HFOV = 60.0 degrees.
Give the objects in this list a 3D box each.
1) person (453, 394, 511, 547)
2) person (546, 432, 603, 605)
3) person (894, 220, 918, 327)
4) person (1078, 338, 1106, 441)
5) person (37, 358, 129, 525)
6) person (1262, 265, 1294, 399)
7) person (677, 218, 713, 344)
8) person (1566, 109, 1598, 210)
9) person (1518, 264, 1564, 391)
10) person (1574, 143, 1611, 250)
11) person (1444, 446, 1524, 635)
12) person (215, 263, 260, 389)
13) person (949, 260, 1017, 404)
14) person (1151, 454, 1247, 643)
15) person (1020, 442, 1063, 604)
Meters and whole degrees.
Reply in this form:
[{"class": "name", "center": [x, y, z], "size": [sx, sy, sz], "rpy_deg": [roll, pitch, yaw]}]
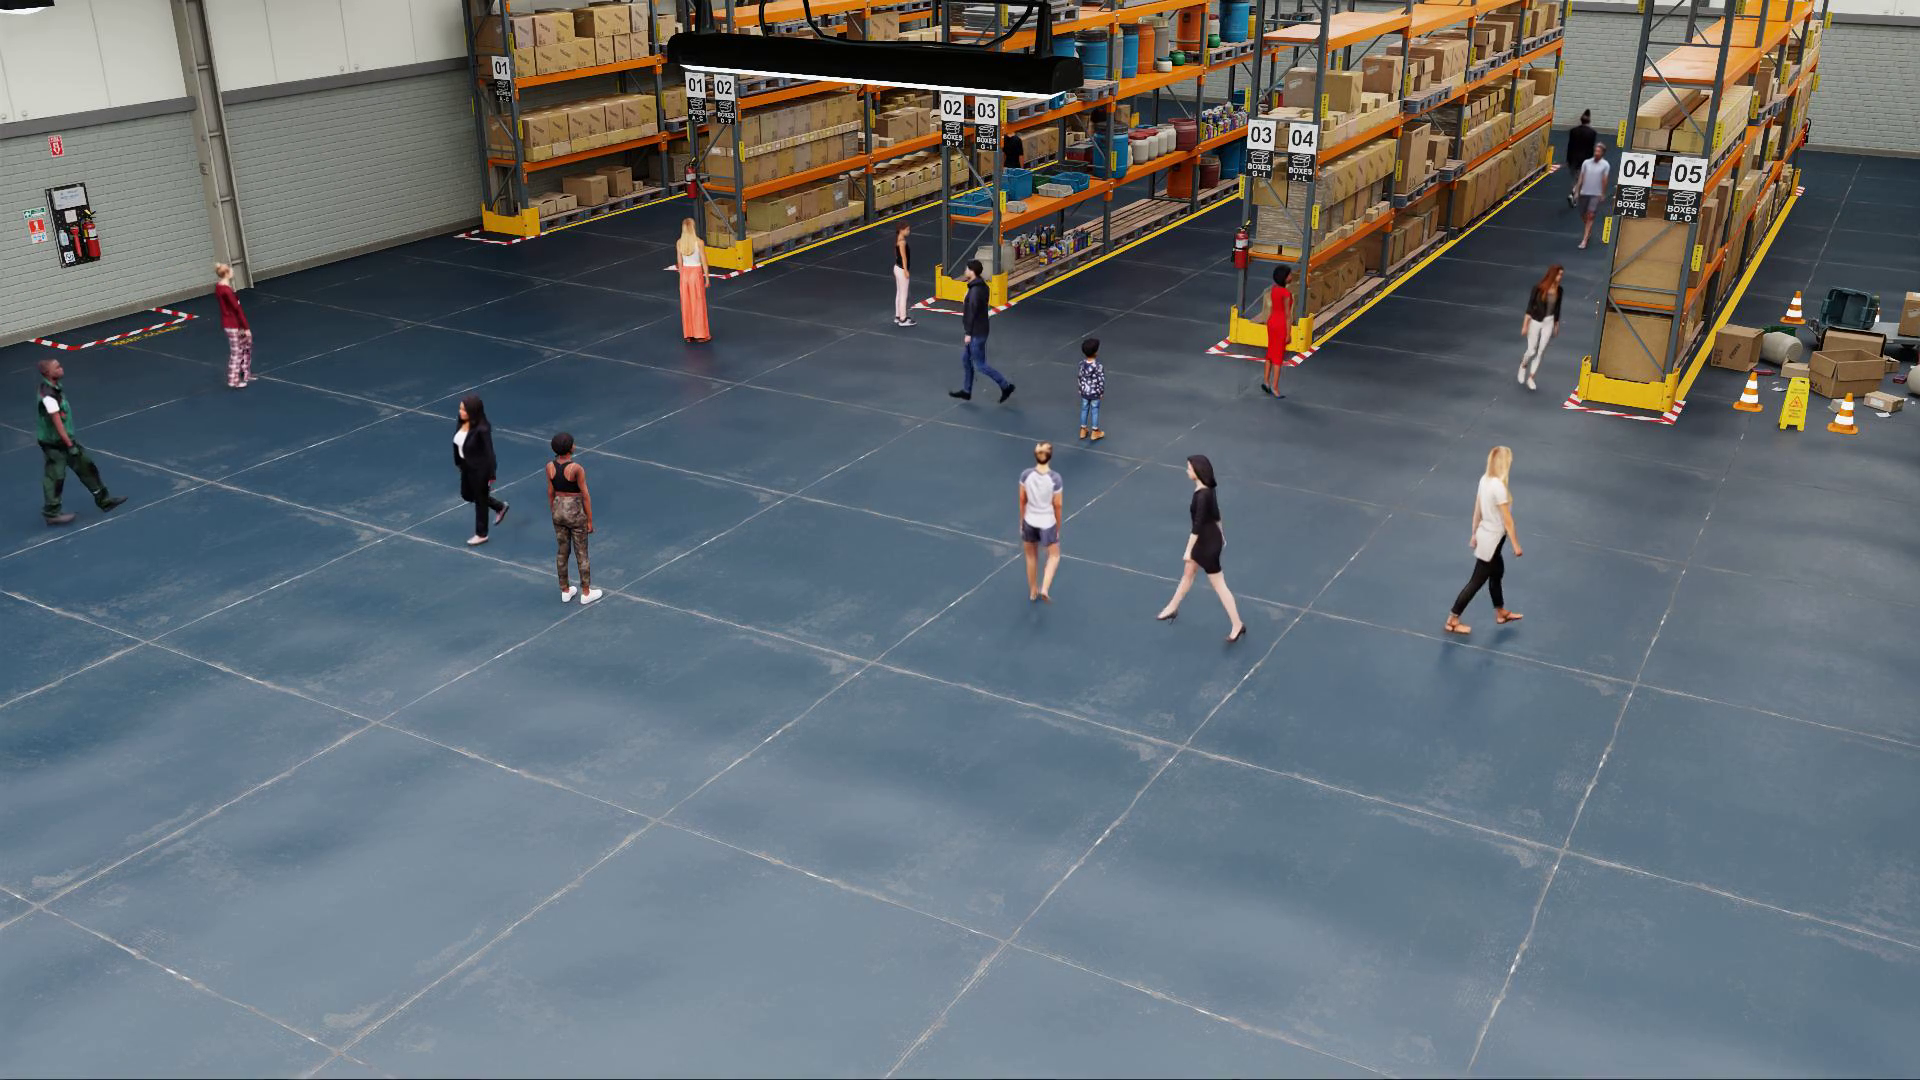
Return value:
[{"class": "person", "center": [-4.944, -0.763, 17.239], "size": [0.720, 1.603, 0.895], "rpy_deg": [17, 28, 35]}, {"class": "person", "center": [-3.717, -0.219, 15.836], "size": [0.625, 1.699, 0.583], "rpy_deg": [7, 24, 15]}, {"class": "person", "center": [-0.869, -4.015, 24.936], "size": [0.681, 1.564, 0.623], "rpy_deg": [-6, 24, -14]}, {"class": "person", "center": [1.592, -1.846, 20.237], "size": [0.499, 1.251, 0.506], "rpy_deg": [15, 27, 31]}, {"class": "person", "center": [-9.617, -1.015, 17.578], "size": [1.195, 1.802, 1.082], "rpy_deg": [-9, 25, -21]}, {"class": "person", "center": [4.143, -2.726, 21.677], "size": [0.698, 1.743, 0.649], "rpy_deg": [-7, 24, -17]}, {"class": "person", "center": [-3.865, -3.753, 24.015], "size": [0.666, 1.803, 0.635], "rpy_deg": [8, 24, 17]}, {"class": "person", "center": [12.046, -7.402, 32.421], "size": [0.840, 1.941, 1.034], "rpy_deg": [20, 30, 39]}, {"class": "person", "center": [7.670, -2.848, 22.039], "size": [0.774, 1.683, 0.820], "rpy_deg": [0, 23, 0]}, {"class": "person", "center": [11.278, -6.156, 29.668], "size": [0.741, 1.800, 1.167], "rpy_deg": [16, 28, 33]}, {"class": "person", "center": [4.738, 0.049, 15.093], "size": [1.042, 1.787, 1.057], "rpy_deg": [-3, 23, -7]}, {"class": "person", "center": [-9.685, -2.821, 21.971], "size": [0.786, 1.686, 0.760], "rpy_deg": [-18, 29, -36]}, {"class": "person", "center": [0.304, -2.633, 21.302], "size": [0.975, 1.864, 1.159], "rpy_deg": [5, 23, 11]}, {"class": "person", "center": [2.302, 0.119, 14.991], "size": [0.899, 1.739, 1.131], "rpy_deg": [6, 24, 14]}, {"class": "person", "center": [0.743, -0.122, 15.721], "size": [0.679, 1.611, 0.806], "rpy_deg": [5, 24, 12]}]
